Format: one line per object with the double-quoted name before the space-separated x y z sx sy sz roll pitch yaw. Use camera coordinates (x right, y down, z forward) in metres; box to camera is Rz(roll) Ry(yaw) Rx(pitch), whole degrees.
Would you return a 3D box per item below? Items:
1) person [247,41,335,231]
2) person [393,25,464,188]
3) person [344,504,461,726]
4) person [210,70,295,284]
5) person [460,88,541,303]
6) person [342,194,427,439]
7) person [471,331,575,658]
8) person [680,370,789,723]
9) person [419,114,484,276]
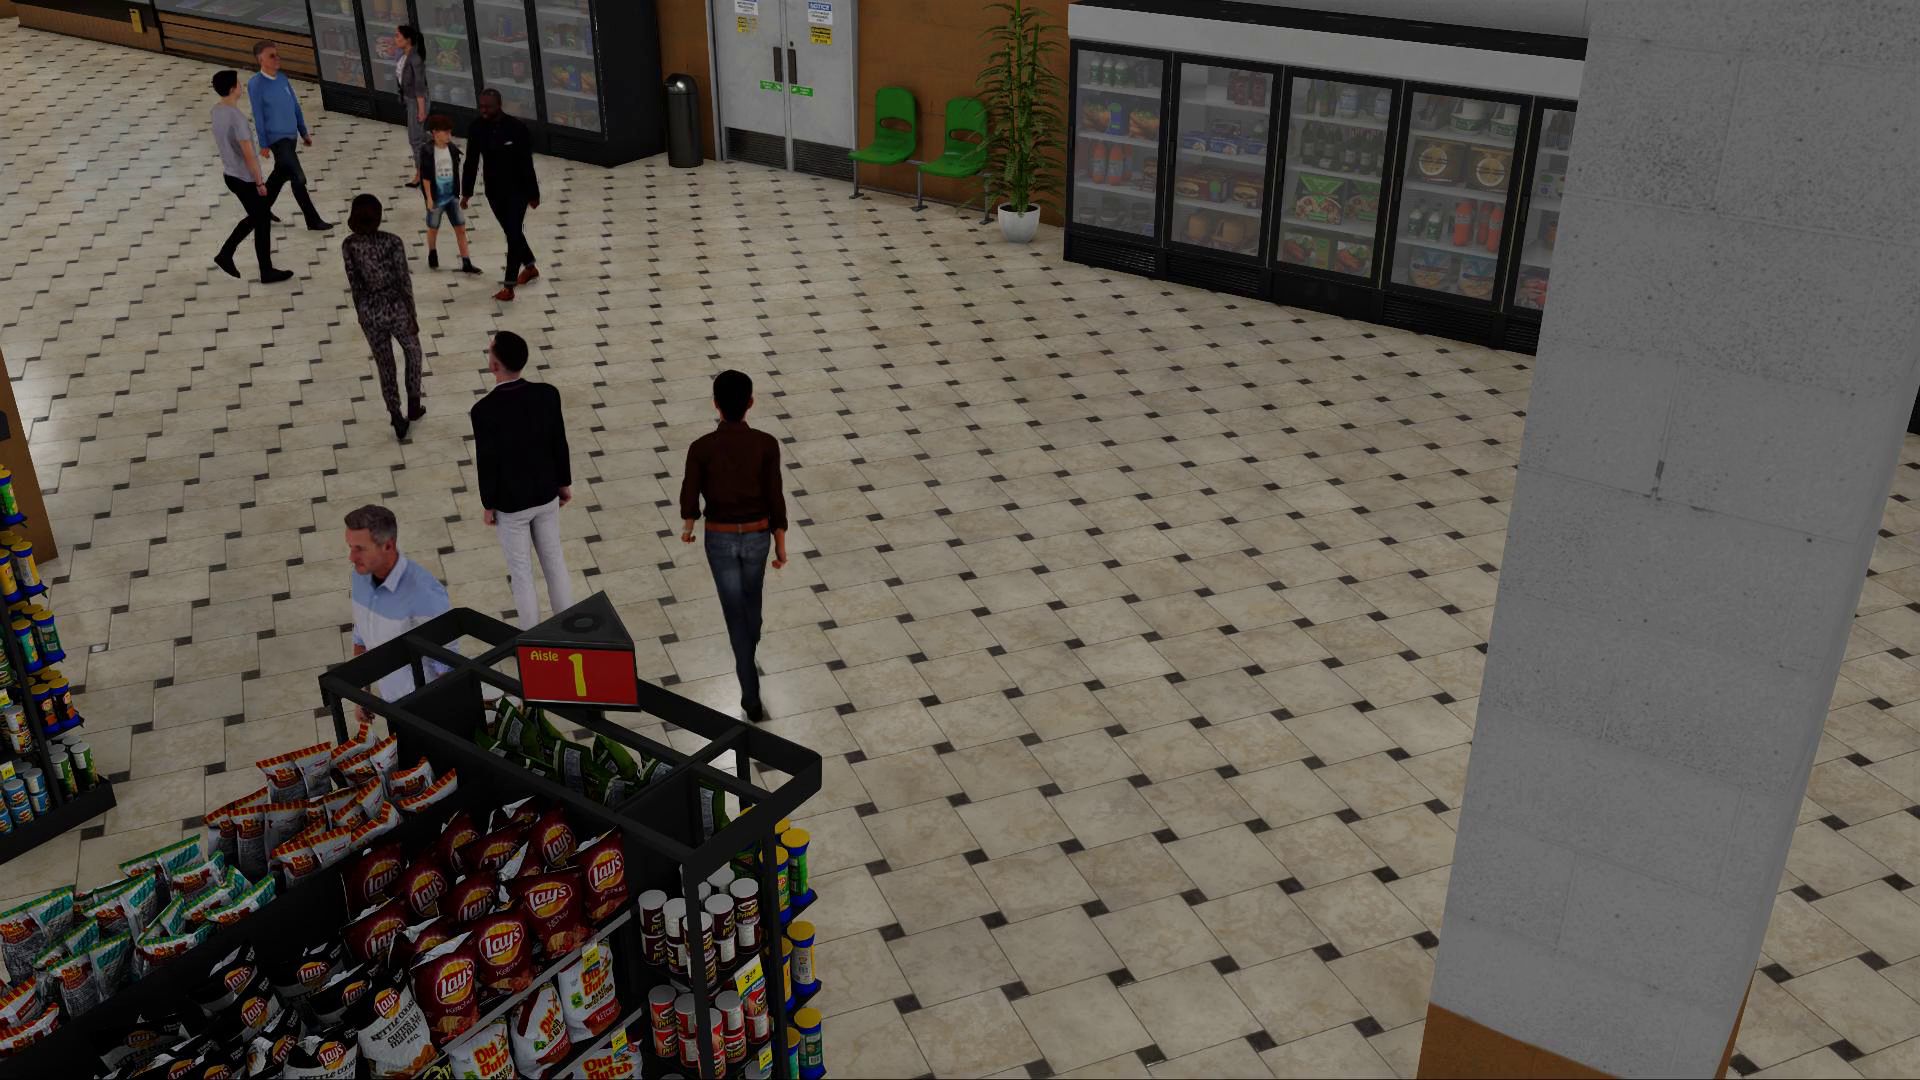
"person" -6.603 -3.869 15.989 1.005 1.775 1.196 7 28 13
"person" -5.607 -4.540 17.439 1.006 1.660 0.858 -14 30 -26
"person" -2.252 0.627 7.088 0.718 1.807 0.659 19 33 33
"person" -6.271 -3.100 14.389 0.919 1.850 0.766 -24 35 -38
"person" -3.822 -2.972 14.222 0.903 1.774 1.187 11 29 21
"person" -3.956 -1.502 11.404 0.779 1.701 0.842 -2 27 -5
"person" -2.271 -0.216 8.710 0.598 1.845 0.774 -20 33 -34
"person" -1.090 0.073 8.266 1.157 1.729 1.126 -9 28 -18
"person" -4.645 -3.070 14.809 0.909 1.417 0.737 -21 34 -35
